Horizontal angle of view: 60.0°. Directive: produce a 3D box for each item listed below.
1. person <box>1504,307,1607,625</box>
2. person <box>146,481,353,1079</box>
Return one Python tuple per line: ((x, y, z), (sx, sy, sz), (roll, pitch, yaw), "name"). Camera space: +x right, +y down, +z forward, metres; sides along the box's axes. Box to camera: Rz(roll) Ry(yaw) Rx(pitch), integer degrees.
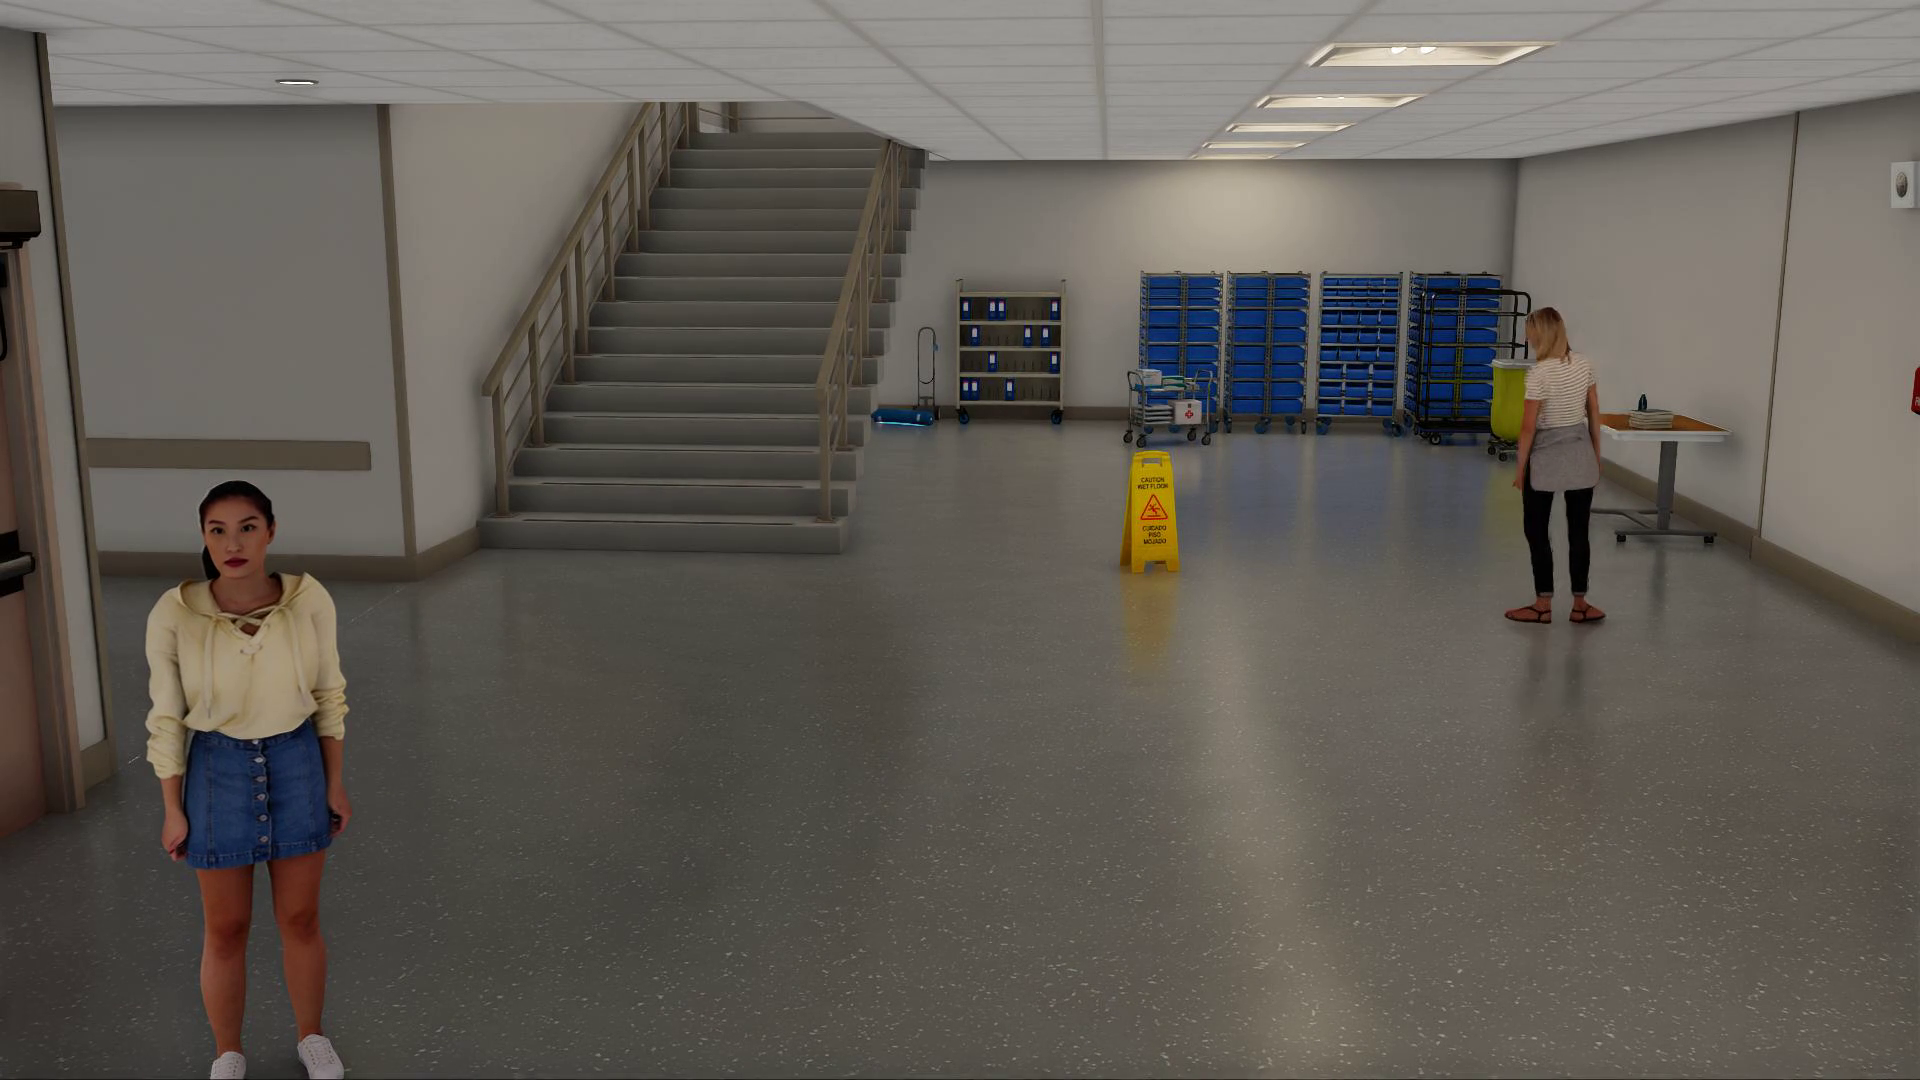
((3.491, -0.413, 9.464), (0.806, 1.799, 0.671), (0, 11, 1), "person")
((-1.824, 0.648, 4.319), (0.724, 1.631, 0.735), (-6, 12, -28), "person")
